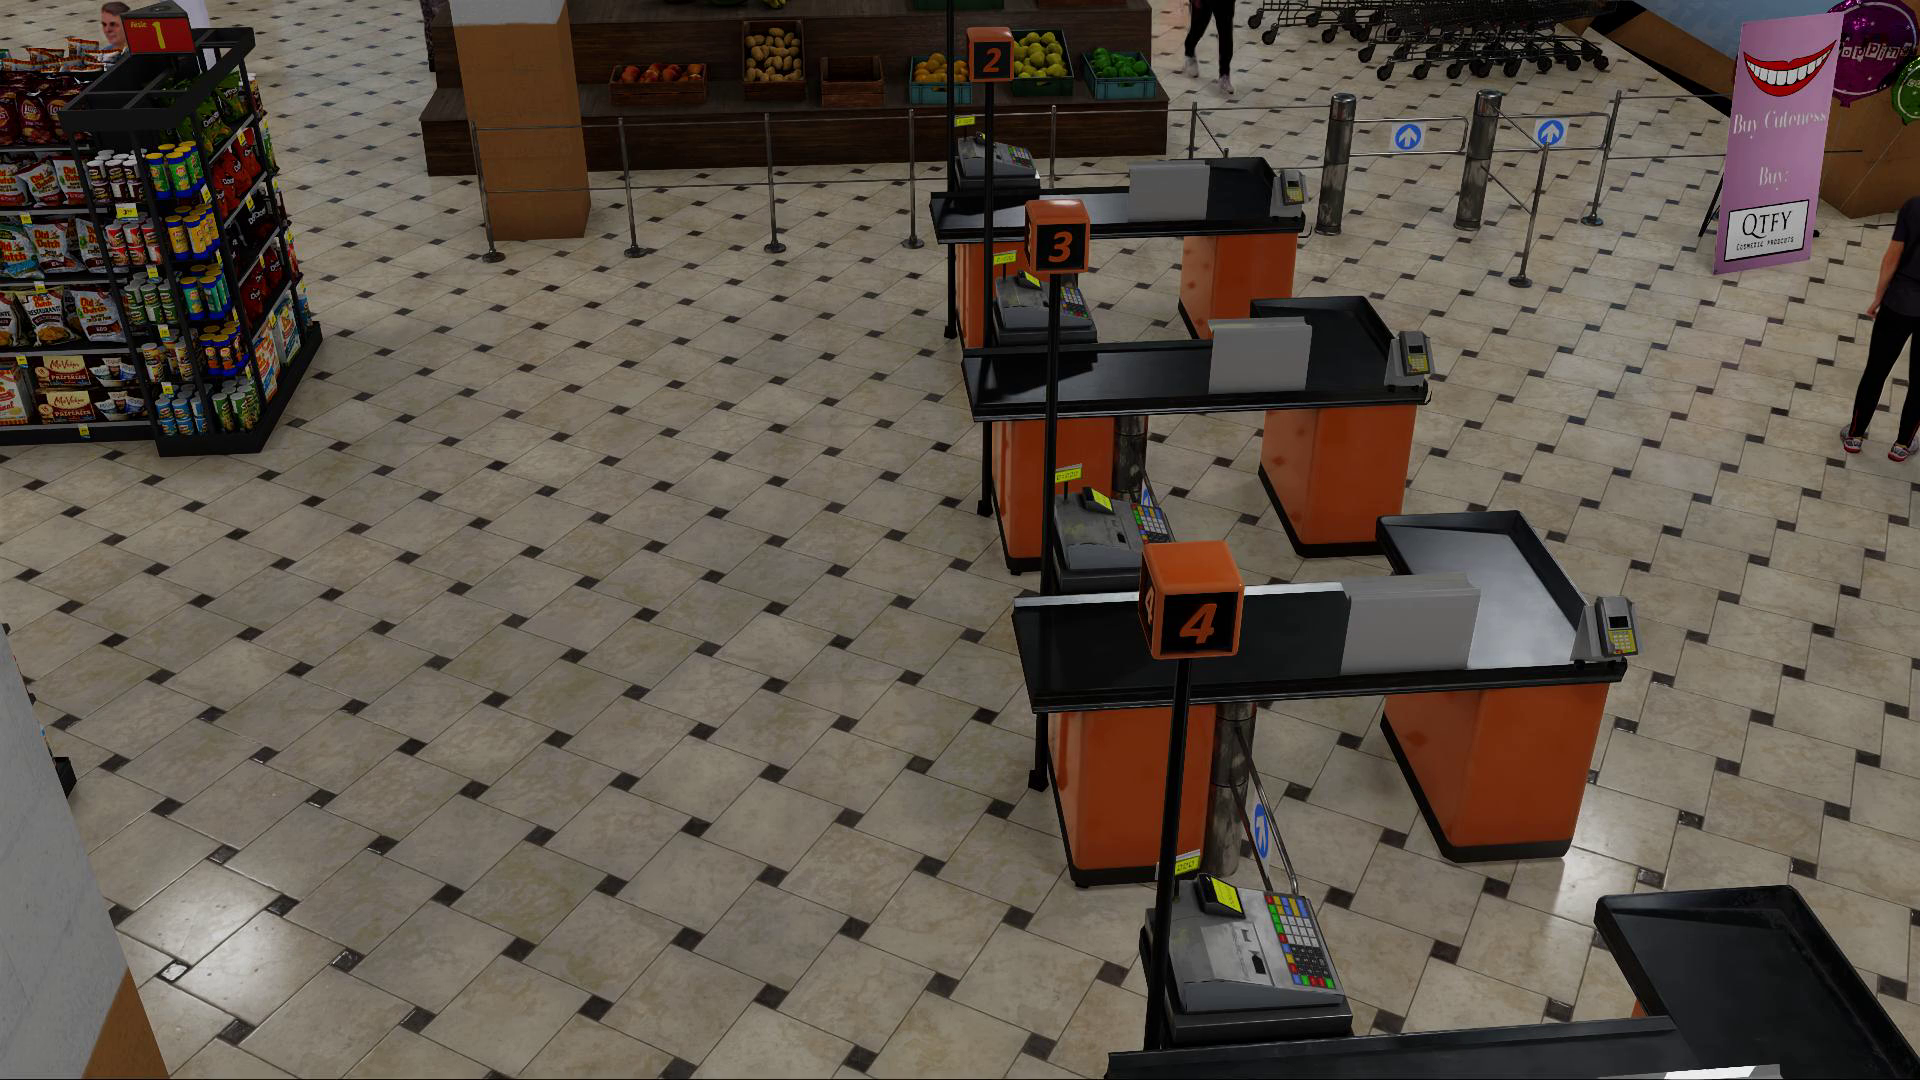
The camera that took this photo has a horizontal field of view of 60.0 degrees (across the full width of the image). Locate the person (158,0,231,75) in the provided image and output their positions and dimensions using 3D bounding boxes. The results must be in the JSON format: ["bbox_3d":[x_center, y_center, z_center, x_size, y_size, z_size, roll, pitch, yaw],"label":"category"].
[{"bbox_3d":[-7.169,-5.213,15.216,0.847,1.926,0.810,-26,40,-35],"label":"person"}]

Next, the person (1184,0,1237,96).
[{"bbox_3d":[2.249,-5.030,15.032,1.119,1.810,0.742,-5,32,-8],"label":"person"}]

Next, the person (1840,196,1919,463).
[{"bbox_3d":[5.204,-1.269,9.031,0.686,1.764,0.778,18,36,27],"label":"person"}]
